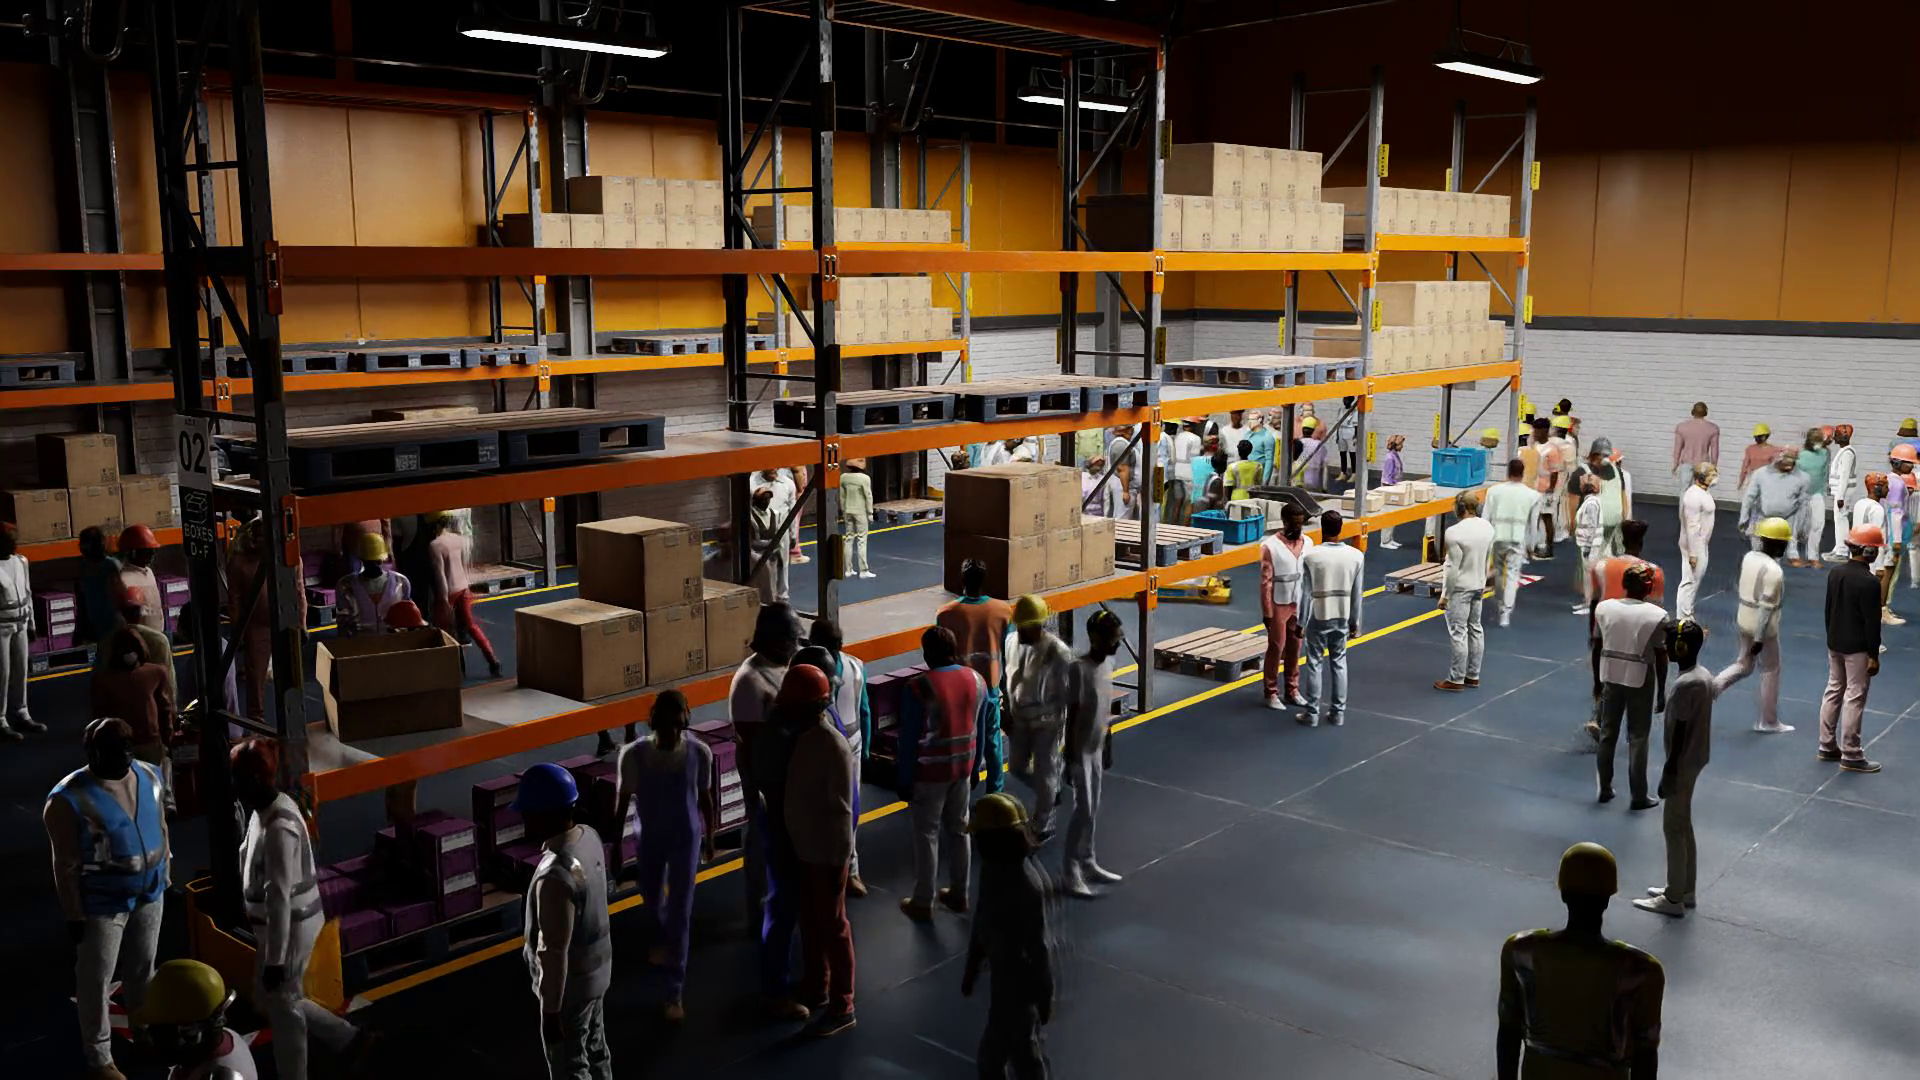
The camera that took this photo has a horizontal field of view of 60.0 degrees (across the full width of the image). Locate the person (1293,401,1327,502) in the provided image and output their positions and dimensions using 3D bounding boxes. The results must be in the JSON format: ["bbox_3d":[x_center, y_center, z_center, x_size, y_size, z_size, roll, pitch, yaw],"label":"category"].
[{"bbox_3d":[5.443,-1.245,26.164,0.642,1.899,0.397,1,10,6],"label":"person"}]

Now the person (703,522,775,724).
[{"bbox_3d":[-1.925,0.732,14.463,0.656,1.861,0.995,2,10,12],"label":"person"}]

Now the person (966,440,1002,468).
[{"bbox_3d":[0.323,-0.888,23.772,0.607,1.987,0.410,-6,11,-33],"label":"person"}]

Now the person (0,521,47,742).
[{"bbox_3d":[-8.132,0.767,14.198,0.363,1.878,0.594,2,10,13],"label":"person"}]

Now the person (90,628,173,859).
[{"bbox_3d":[-5.558,1.388,11.206,0.500,1.634,0.286,-8,12,-39],"label":"person"}]

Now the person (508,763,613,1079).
[{"bbox_3d":[-1.716,1.904,7.233,0.415,1.939,0.604,0,10,2],"label":"person"}]

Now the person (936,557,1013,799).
[{"bbox_3d":[0.106,1.075,12.234,0.593,1.920,0.391,-2,10,-14],"label":"person"}]

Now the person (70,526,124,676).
[{"bbox_3d":[-7.382,0.785,14.244,0.504,1.822,0.628,7,12,34],"label":"person"}]

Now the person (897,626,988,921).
[{"bbox_3d":[-0.124,1.438,10.339,0.634,1.832,0.429,-7,12,-38],"label":"person"}]

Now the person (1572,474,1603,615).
[{"bbox_3d":[7.247,0.052,19.181,0.311,1.636,0.523,3,10,20],"label":"person"}]

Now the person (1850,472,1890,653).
[{"bbox_3d":[9.508,0.229,17.389,0.355,1.882,0.576,1,10,5],"label":"person"}]

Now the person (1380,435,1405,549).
[{"bbox_3d":[6.124,-0.685,23.596,0.313,1.630,0.528,4,10,21],"label":"person"}]

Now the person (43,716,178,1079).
[{"bbox_3d":[-4.176,1.775,8.281,0.430,1.845,0.623,5,11,26],"label":"person"}]

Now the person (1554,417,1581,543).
[{"bbox_3d":[8.754,-0.880,24.193,0.448,1.826,0.595,0,10,3],"label":"person"}]

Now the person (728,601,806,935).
[{"bbox_3d":[-1.076,1.367,10.121,0.535,2.000,0.675,4,10,21],"label":"person"}]

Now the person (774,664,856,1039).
[{"bbox_3d":[-0.777,1.620,8.789,0.409,1.986,0.620,-6,11,-33],"label":"person"}]

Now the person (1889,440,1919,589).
[{"bbox_3d":[11.637,-0.290,20.515,1.030,1.891,0.612,-5,11,-29],"label":"person"}]

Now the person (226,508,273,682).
[{"bbox_3d":[-6.891,0.453,16.172,0.429,1.845,0.620,-4,10,-24],"label":"person"}]

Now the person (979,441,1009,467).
[{"bbox_3d":[0.429,-0.717,22.866,0.362,1.939,0.542,-8,12,-39],"label":"person"}]

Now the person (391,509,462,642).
[{"bbox_3d":[-5.404,0.228,16.921,0.681,2.000,0.535,-3,10,-16],"label":"person"}]

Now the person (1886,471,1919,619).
[{"bbox_3d":[10.538,0.078,18.714,0.348,1.740,0.574,5,11,26],"label":"person"}]

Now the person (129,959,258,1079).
[{"bbox_3d":[-2.473,2.249,5.480,0.404,1.829,0.600,-5,11,-26],"label":"person"}]

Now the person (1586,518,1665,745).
[{"bbox_3d":[5.522,0.788,13.903,0.636,1.939,0.662,8,13,41],"label":"person"}]

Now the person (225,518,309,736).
[{"bbox_3d":[-5.884,0.752,14.194,0.650,1.907,0.409,-8,12,-39],"label":"person"}]

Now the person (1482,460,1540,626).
[{"bbox_3d":[6.181,0.015,18.781,0.639,1.855,1.036,4,10,23],"label":"person"}]

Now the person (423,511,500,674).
[{"bbox_3d":[-4.885,0.500,16.264,0.730,1.726,0.538,3,10,18],"label":"person"}]

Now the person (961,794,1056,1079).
[{"bbox_3d":[0.157,1.980,7.424,0.680,1.704,0.504,-4,10,-24],"label":"person"}]

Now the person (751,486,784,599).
[{"bbox_3d":[-2.158,0.224,18.165,0.516,1.632,0.314,-7,12,-38],"label":"person"}]

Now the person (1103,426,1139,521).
[{"bbox_3d":[2.357,-1.014,24.530,1.009,1.978,0.617,-6,11,-32],"label":"person"}]

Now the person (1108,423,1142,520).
[{"bbox_3d":[2.278,-0.722,22.594,0.538,2.000,0.687,0,10,-1],"label":"person"}]

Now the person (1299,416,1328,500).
[{"bbox_3d":[4.909,-0.800,23.550,0.628,1.882,0.799,1,10,5],"label":"person"}]

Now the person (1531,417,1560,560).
[{"bbox_3d":[7.936,-0.702,22.759,0.417,1.951,0.673,-2,10,-10],"label":"person"}]

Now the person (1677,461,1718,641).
[{"bbox_3d":[7.957,0.107,17.951,0.373,1.940,0.629,6,11,31],"label":"person"}]

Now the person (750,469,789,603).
[{"bbox_3d":[-2.256,-0.170,19.606,0.354,1.936,0.635,7,12,36],"label":"person"}]

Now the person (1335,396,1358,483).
[{"bbox_3d":[7.140,-1.894,30.642,0.320,1.695,0.534,-6,11,-34],"label":"person"}]

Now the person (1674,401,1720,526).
[{"bbox_3d":[11.275,-1.156,25.495,0.635,1.937,0.353,4,10,25],"label":"person"}]

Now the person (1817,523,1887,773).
[{"bbox_3d":[7.169,0.852,13.331,0.376,1.996,0.608,-1,10,-6],"label":"person"}]

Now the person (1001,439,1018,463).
[{"bbox_3d":[0.707,-0.494,21.725,0.363,1.877,0.607,0,10,1],"label":"person"}]

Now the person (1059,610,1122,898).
[{"bbox_3d":[0.834,1.366,10.700,0.364,1.857,0.624,7,12,36],"label":"person"}]

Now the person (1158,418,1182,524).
[{"bbox_3d":[3.018,-0.924,24.181,0.412,1.918,0.586,4,10,24],"label":"person"}]

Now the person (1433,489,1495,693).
[{"bbox_3d":[4.763,0.479,15.733,0.632,1.940,0.372,-7,12,-37],"label":"person"}]

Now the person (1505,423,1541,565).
[{"bbox_3d":[7.505,-0.609,22.313,0.596,1.911,0.399,-5,11,-29],"label":"person"}]

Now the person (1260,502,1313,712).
[{"bbox_3d":[2.960,0.598,15.123,0.597,1.909,0.405,-6,11,-32],"label":"person"}]

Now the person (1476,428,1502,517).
[{"bbox_3d":[7.452,-0.743,23.657,0.453,1.716,0.495,4,10,23],"label":"person"}]

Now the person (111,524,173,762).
[{"bbox_3d":[-6.528,0.858,13.297,0.396,1.992,0.623,-1,10,-7],"label":"person"}]
